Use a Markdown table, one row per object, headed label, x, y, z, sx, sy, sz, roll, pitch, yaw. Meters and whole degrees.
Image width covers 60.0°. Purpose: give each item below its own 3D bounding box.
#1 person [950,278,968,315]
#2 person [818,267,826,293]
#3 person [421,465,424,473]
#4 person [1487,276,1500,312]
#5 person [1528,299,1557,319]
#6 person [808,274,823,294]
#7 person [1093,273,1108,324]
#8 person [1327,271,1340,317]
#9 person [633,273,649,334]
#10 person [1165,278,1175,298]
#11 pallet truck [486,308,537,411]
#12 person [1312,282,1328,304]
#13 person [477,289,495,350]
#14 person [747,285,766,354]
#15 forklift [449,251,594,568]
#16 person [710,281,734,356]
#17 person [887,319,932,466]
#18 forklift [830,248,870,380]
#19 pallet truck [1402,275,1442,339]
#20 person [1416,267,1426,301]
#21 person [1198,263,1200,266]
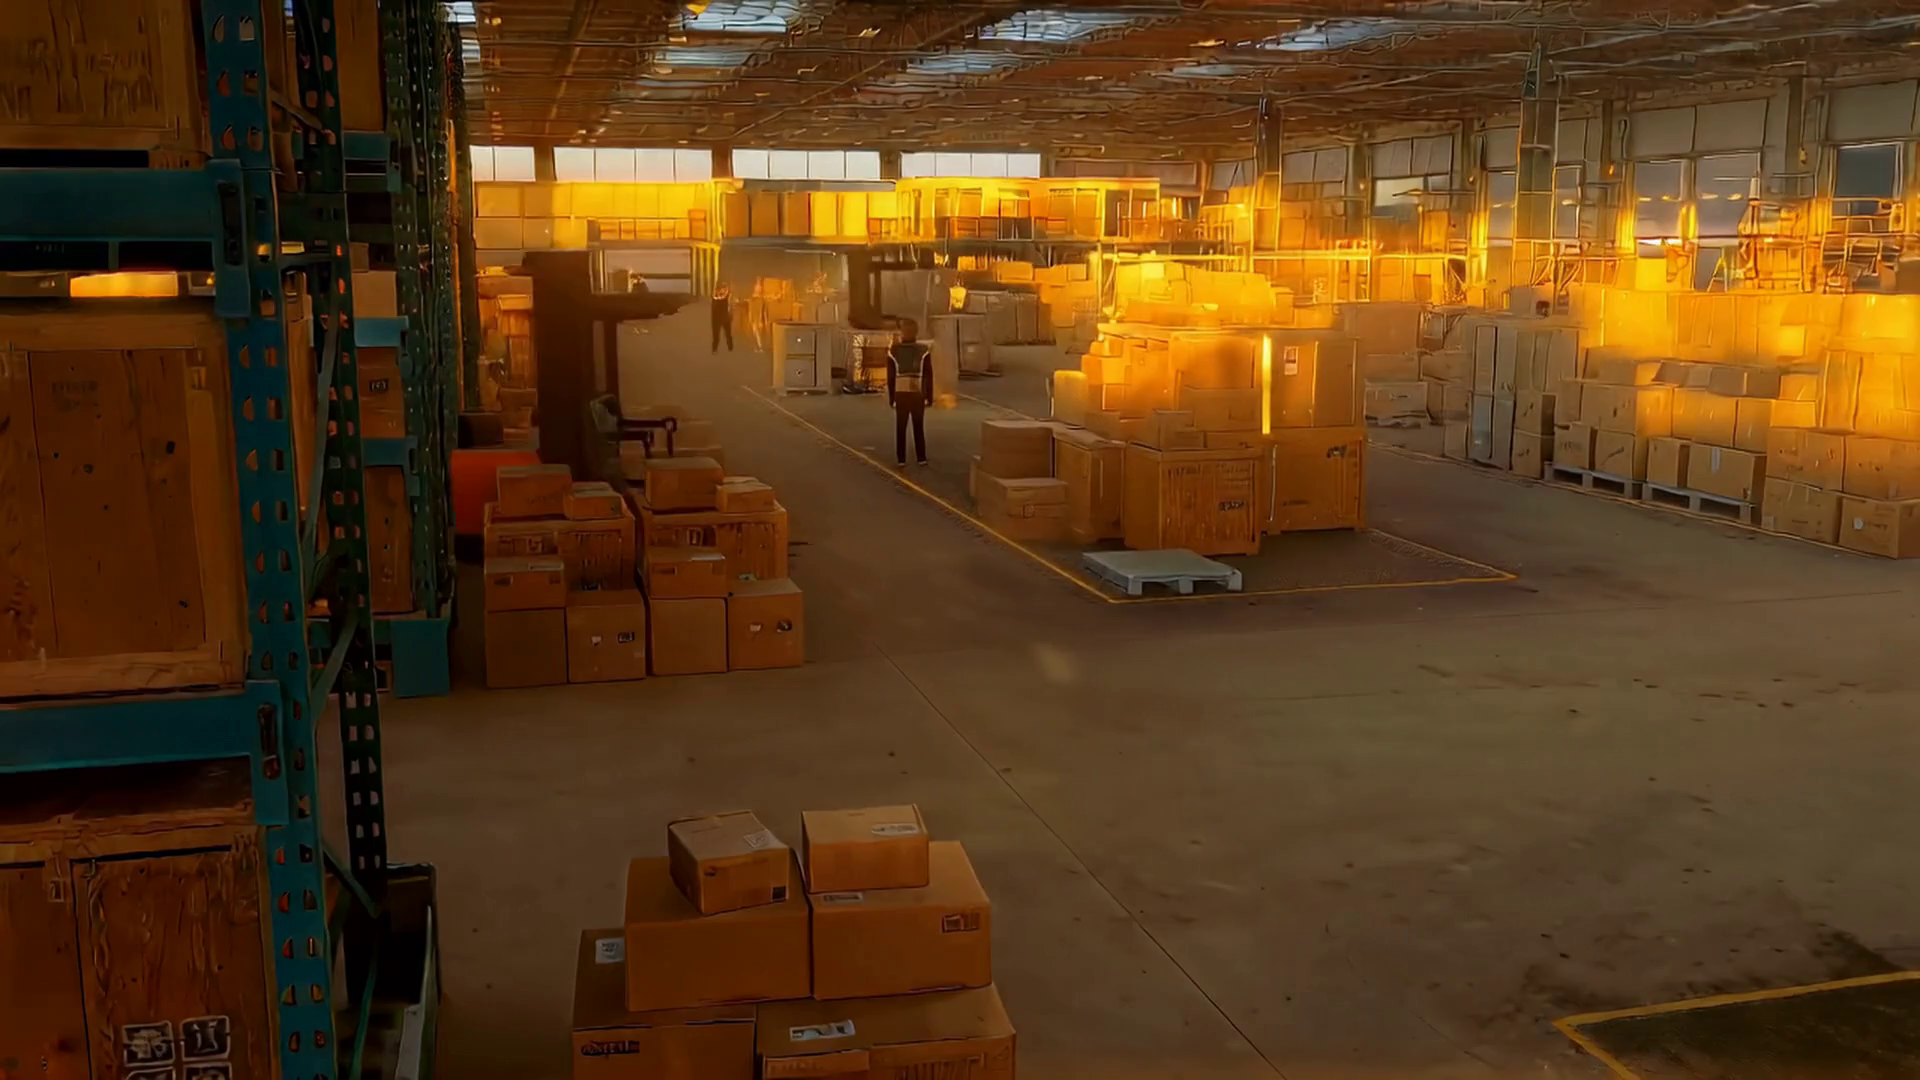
| label | x | y | z | sx | sy | sz | roll | pitch | yaw |
| --- | --- | --- | --- | --- | --- | --- | --- | --- | --- |
| person | -0.036 | -7.342 | 52.633 | 0.610 | 1.875 | 1.011 | 1 | 10 | 6 |
| person | -6.793 | -12.629 | 82.620 | 0.927 | 1.836 | 0.602 | -3 | 10 | -17 |
| person | -4.739 | -0.408 | 14.027 | 0.521 | 1.628 | 0.427 | 7 | 12 | 36 |
| person | 18.862 | -8.412 | 58.800 | 0.430 | 1.836 | 0.620 | 10 | 14 | 43 |
| person | 10.527 | -3.424 | 30.268 | 0.644 | 1.926 | 0.620 | -1 | 10 | -7 |
| person | -5.094 | -8.400 | 58.521 | 0.565 | 1.891 | 0.952 | -3 | 10 | -15 |
| person | 5.199 | -8.950 | 61.518 | 0.373 | 1.941 | 0.627 | -9 | 14 | -43 |
| person | 14.744 | -9.697 | 65.855 | 1.004 | 1.907 | 0.613 | 5 | 11 | 26 |
| person | -10.494 | -7.793 | 54.831 | 0.405 | 1.984 | 0.623 | 9 | 14 | 42 |
| person | 6.749 | -7.496 | 53.493 | 0.311 | 1.865 | 0.533 | 2 | 10 | 11 |
| pallet truck | -6.242 | -2.418 | 24.362 | 0.823 | 1.965 | 1.885 | 1 | 10 | 3 |
| person | 11.974 | -7.740 | 55.375 | 0.530 | 1.688 | 0.323 | 4 | 11 | 20 |
| person | -13.131 | -6.119 | 46.203 | 0.559 | 1.674 | 0.614 | 5 | 11 | 26 |
| person | -5.404 | -5.880 | 44.409 | 0.524 | 1.847 | 0.803 | -6 | 12 | -31 |
| forklift | -3.566 | -1.202 | 14.981 | 1.873 | 2.768 | 1.129 | 0 | 10 | 1 |
| person | -6.274 | -5.895 | 43.929 | 0.679 | 2.000 | 1.052 | 2 | 10 | 10 |
| person | -0.657 | -1.926 | 21.803 | 0.591 | 1.919 | 0.392 | 2 | 10 | 11 |
| forklift | -2.190 | -4.873 | 35.764 | 1.873 | 2.768 | 1.129 | -3 | 10 | -15 |
| pallet truck | 14.620 | -7.324 | 52.145 | 0.823 | 1.965 | 1.885 | 8 | 13 | 40 |
| person | 20.955 | -11.440 | 75.650 | 0.386 | 1.926 | 0.591 | -7 | 12 | -36 |
| person | 13.029 | -14.156 | 90.834 | 0.611 | 1.996 | 0.379 | -3 | 11 | -19 |
